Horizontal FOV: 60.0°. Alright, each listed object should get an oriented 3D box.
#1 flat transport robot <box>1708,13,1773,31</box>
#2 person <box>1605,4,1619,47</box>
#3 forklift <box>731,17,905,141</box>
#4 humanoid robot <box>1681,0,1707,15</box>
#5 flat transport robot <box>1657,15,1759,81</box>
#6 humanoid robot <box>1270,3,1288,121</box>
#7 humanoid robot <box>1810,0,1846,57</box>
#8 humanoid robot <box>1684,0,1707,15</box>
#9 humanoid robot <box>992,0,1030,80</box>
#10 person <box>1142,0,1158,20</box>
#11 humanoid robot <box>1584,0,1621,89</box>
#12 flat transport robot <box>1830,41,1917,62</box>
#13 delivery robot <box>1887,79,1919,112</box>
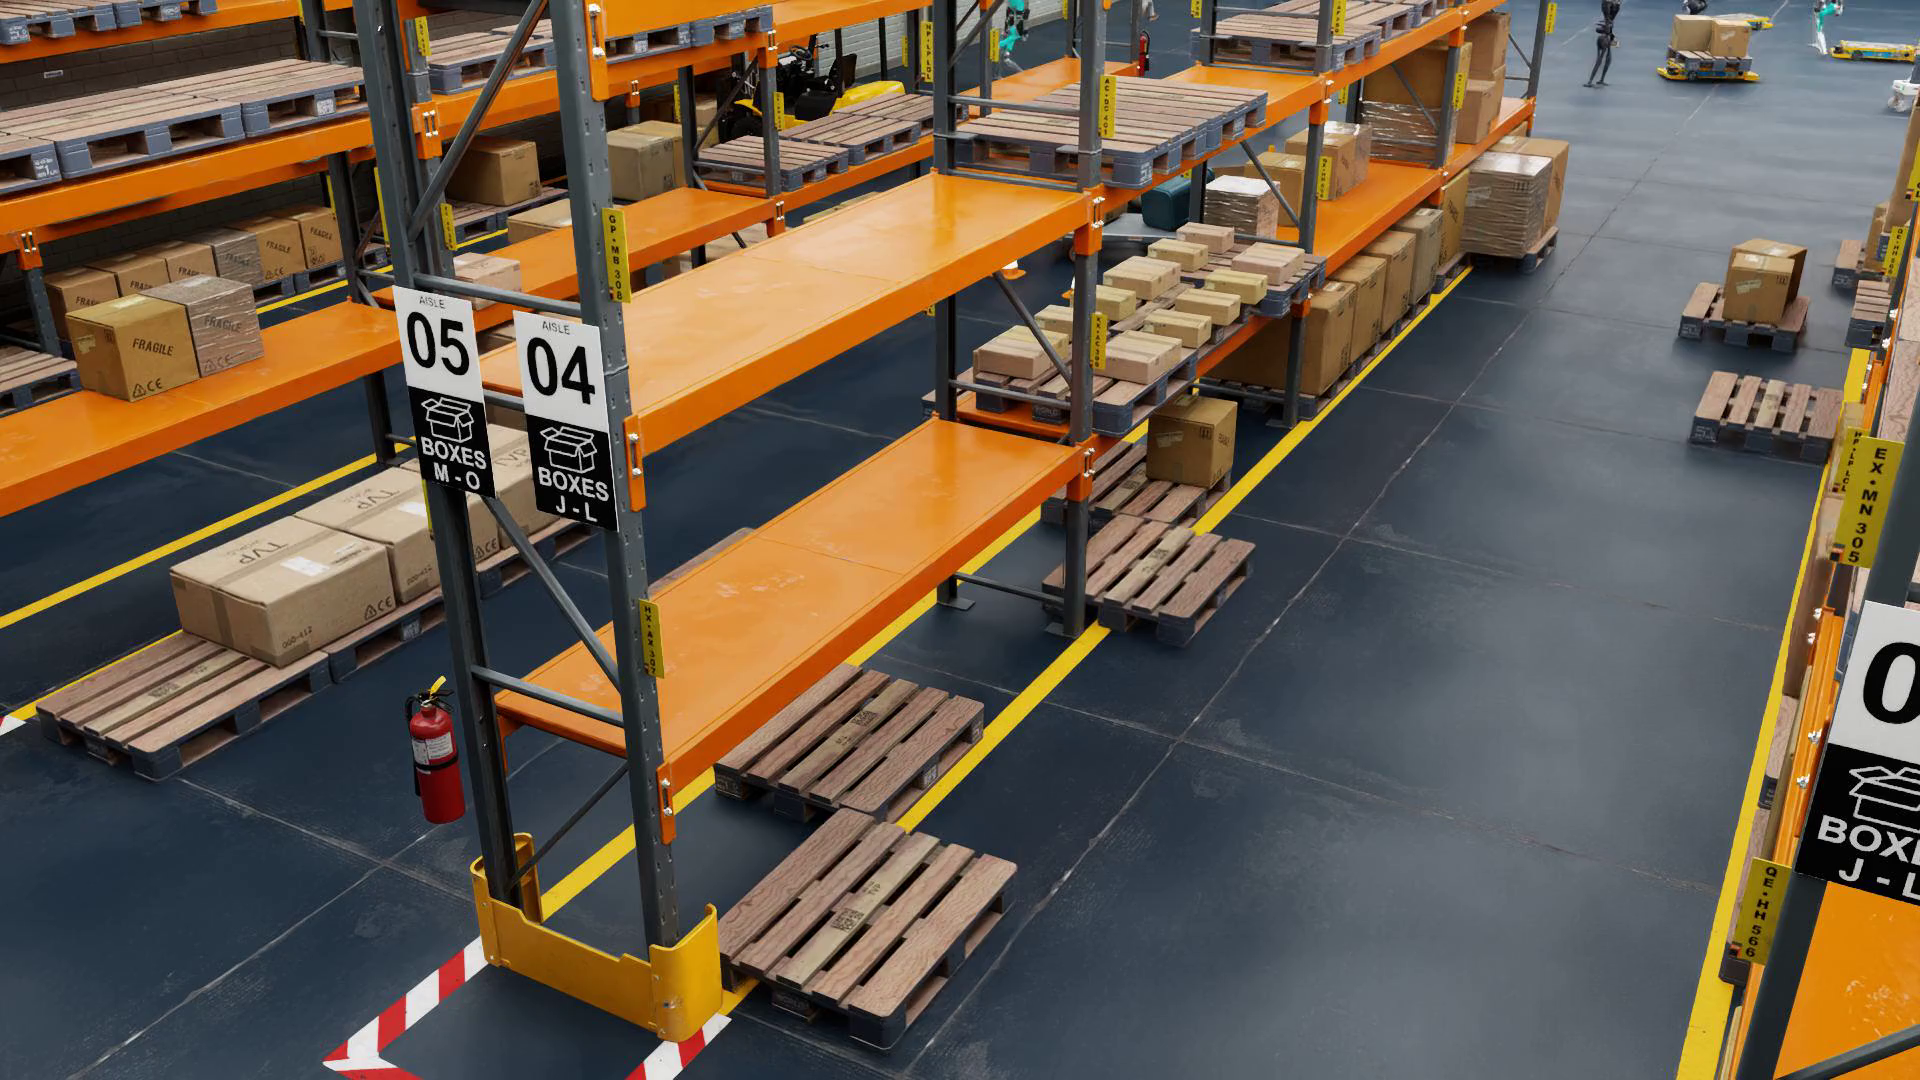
[{"bbox_3d":[14.901,-9.951,32.019,1.431,0.231,0.659,-13,28,-24],"label":"flat transport robot"},{"bbox_3d":[11.863,-9.929,30.019,0.368,1.966,0.605,9,27,19],"label":"person"},{"bbox_3d":[-1.819,-5.975,21.543,2.313,2.155,1.214,14,29,26],"label":"forklift"},{"bbox_3d":[13.209,-9.699,29.877,0.600,1.648,0.512,-20,32,-35],"label":"humanoid robot"},{"bbox_3d":[12.313,-7.727,27.399,1.431,0.231,0.659,2,26,5],"label":"flat transport robot"},{"bbox_3d":[4.654,-6.959,24.182,0.408,1.639,0.611,-13,29,-26],"label":"humanoid robot"},{"bbox_3d":[15.143,-9.375,29.155,0.574,1.759,0.985,1,26,1],"label":"humanoid robot"},{"bbox_3d":[14.155,-10.567,31.681,0.758,1.849,0.537,2,26,5],"label":"humanoid robot"},{"bbox_3d":[0.772,-8.213,26.793,1.083,1.771,0.550,-18,31,-33],"label":"humanoid robot"},{"bbox_3d":[3.674,-11.170,32.674,0.657,1.899,0.767,19,32,34],"label":"person"},{"bbox_3d":[10.289,-8.056,26.469,0.494,1.648,0.589,11,28,22],"label":"humanoid robot"},{"bbox_3d":[16.024,-8.528,29.062,1.431,0.231,0.659,10,27,20],"label":"flat transport robot"},{"bbox_3d":[14.406,-6.720,24.966,0.788,0.587,0.499,0,26,0],"label":"delivery robot"}]
